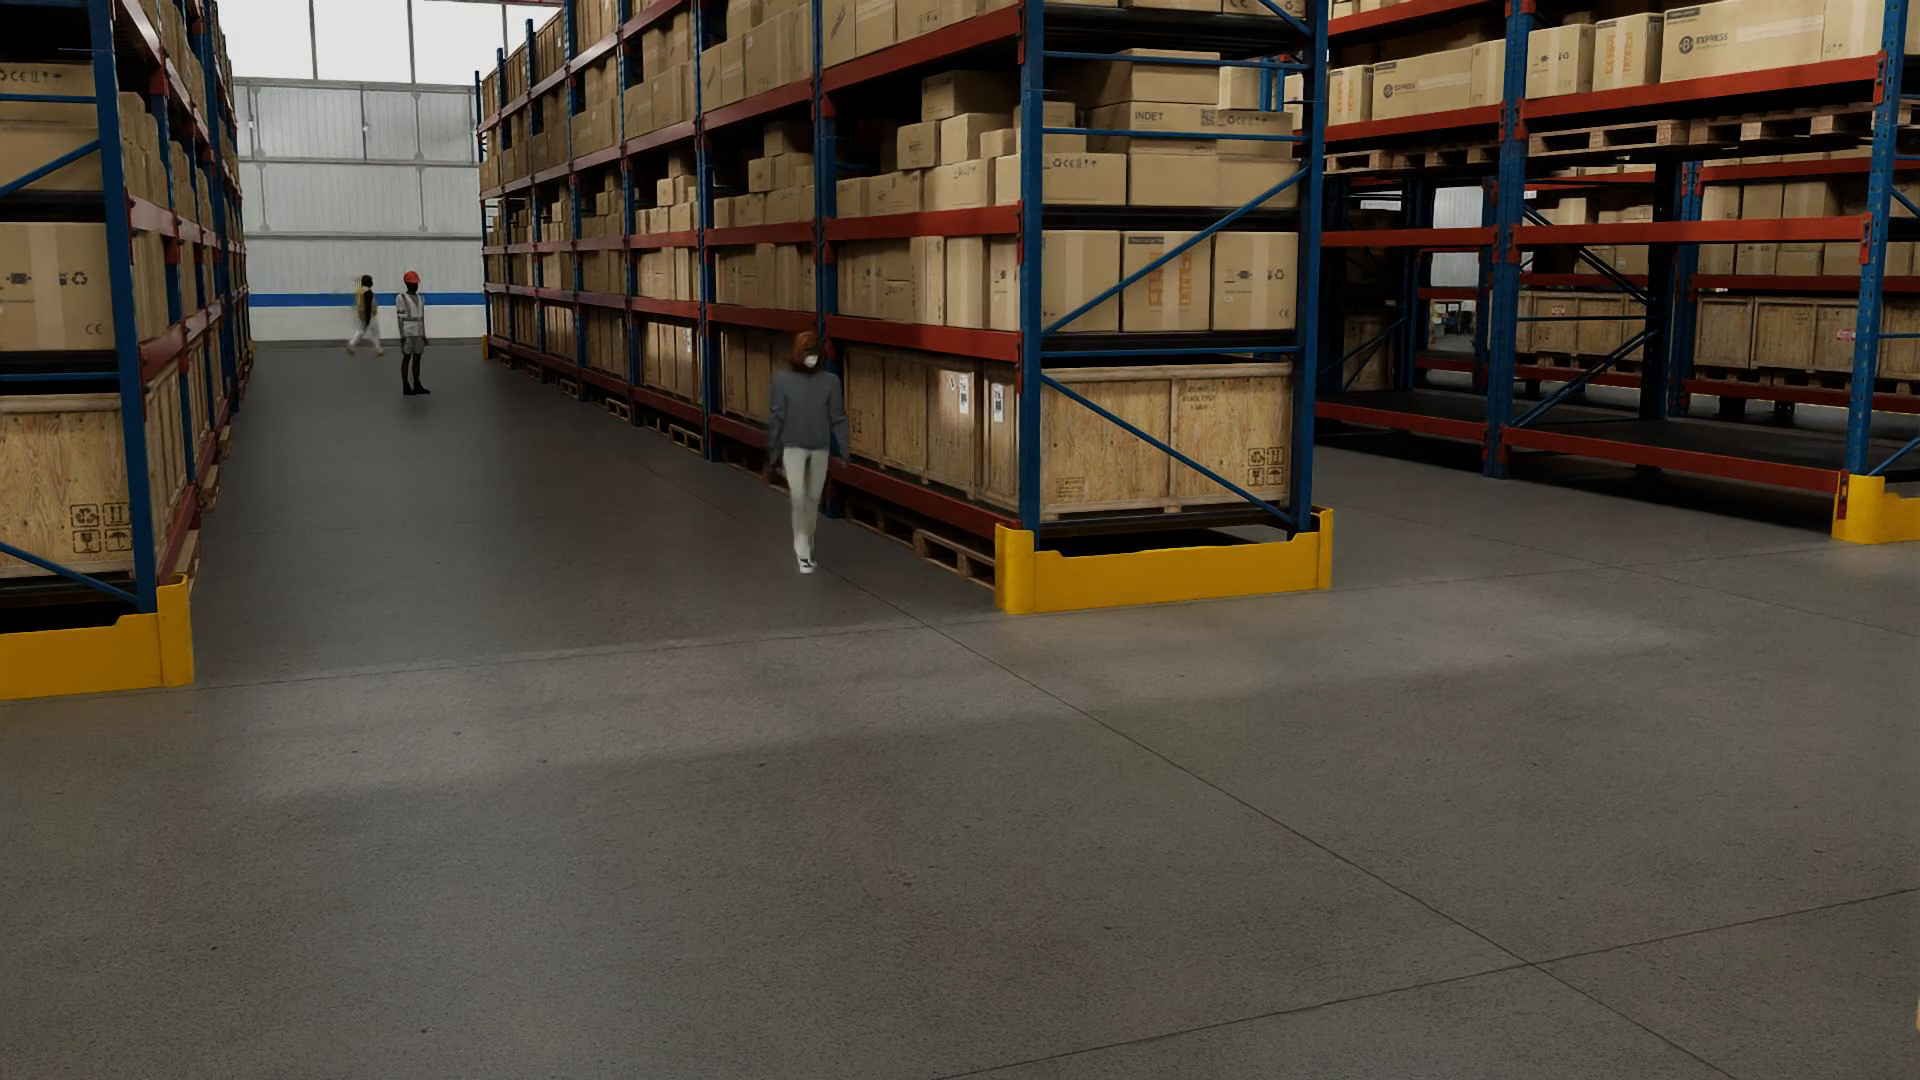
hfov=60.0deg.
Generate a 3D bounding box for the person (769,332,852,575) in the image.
[{"bbox_3d":[-0.978,-0.571,11.066,0.521,1.603,0.731,-4,10,-24],"label":"person"}]

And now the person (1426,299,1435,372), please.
[{"bbox_3d":[8.819,-4.109,31.899,0.527,1.729,0.857,-4,10,-22],"label":"person"}]

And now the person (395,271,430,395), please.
[{"bbox_3d":[-8.586,-3.249,26.141,0.372,1.939,0.544,5,11,27],"label":"person"}]

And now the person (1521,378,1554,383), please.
[{"bbox_3d":[9.983,-3.684,28.627,0.635,1.971,0.745,-4,10,-23],"label":"person"}]

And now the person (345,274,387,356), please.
[{"bbox_3d":[-13.141,-4.949,36.688,0.827,1.819,0.630,-8,12,-39],"label":"person"}]
